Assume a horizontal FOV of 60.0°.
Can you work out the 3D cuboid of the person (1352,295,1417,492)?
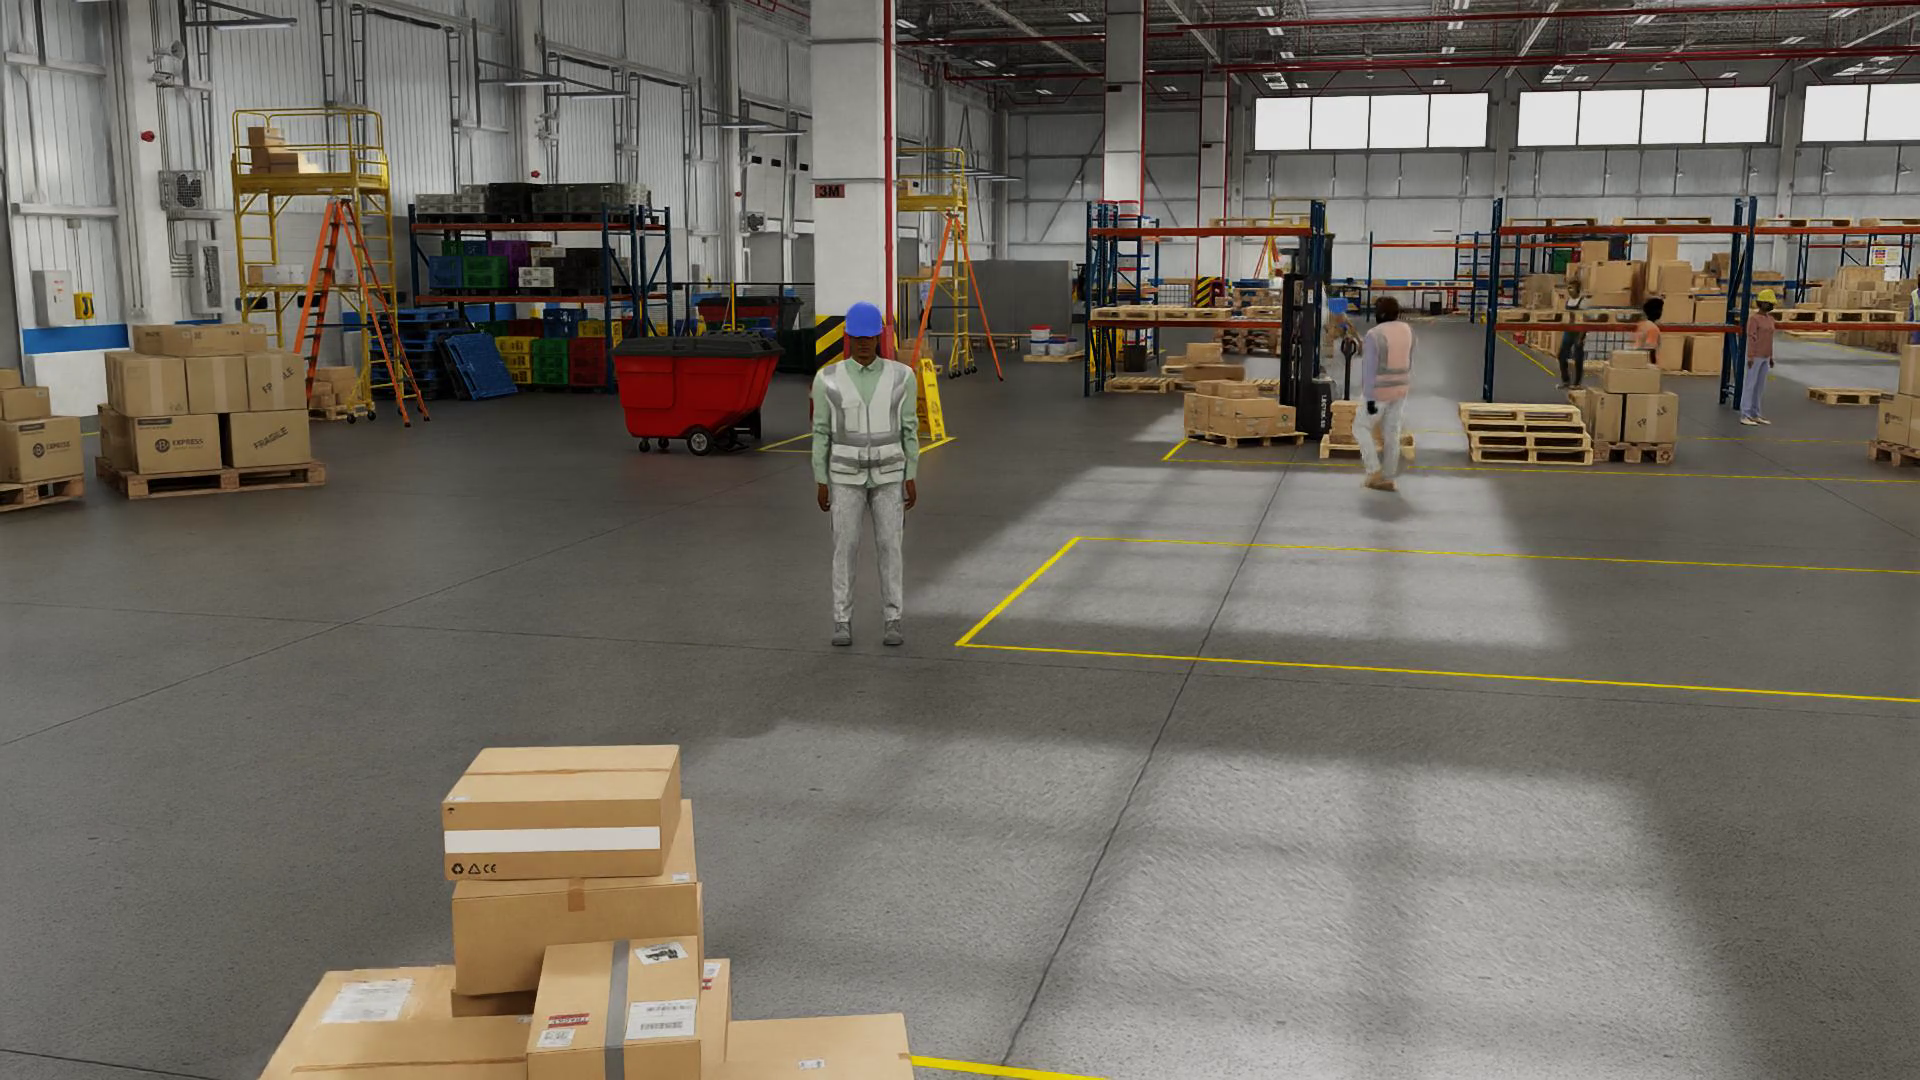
[{"bbox_3d":[3.944,-1.353,15.475,0.630,1.827,0.454,-5,11,-25],"label":"person"}]

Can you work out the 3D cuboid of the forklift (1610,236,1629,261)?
[{"bbox_3d":[20.278,-7.973,51.347,1.873,2.768,1.129,5,11,29],"label":"forklift"}]

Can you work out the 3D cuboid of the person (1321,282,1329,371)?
[{"bbox_3d":[6.886,-4.115,31.997,0.485,1.738,0.320,-3,10,-17],"label":"person"}]

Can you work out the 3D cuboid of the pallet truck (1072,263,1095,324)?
[{"bbox_3d":[4.325,-8.180,55.162,0.823,1.965,1.885,6,11,31],"label":"pallet truck"}]

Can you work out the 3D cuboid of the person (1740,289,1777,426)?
[{"bbox_3d":[10.426,-2.375,21.666,0.525,1.769,0.308,-6,12,-33],"label":"person"}]

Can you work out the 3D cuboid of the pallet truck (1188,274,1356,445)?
[{"bbox_3d":[3.653,-2.138,19.590,1.885,1.965,0.823,-4,10,-20],"label":"pallet truck"}]

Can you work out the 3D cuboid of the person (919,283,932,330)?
[{"bbox_3d":[-0.983,-7.309,50.256,0.544,1.928,0.393,-7,12,-35],"label":"person"}]

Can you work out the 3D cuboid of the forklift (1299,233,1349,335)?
[{"bbox_3d":[9.647,-6.914,45.112,1.129,2.768,1.873,-3,10,-19],"label":"forklift"}]

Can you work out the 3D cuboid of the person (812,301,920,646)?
[{"bbox_3d":[-0.526,-0.359,9.307,0.601,1.939,0.413,-1,10,-7],"label":"person"}]

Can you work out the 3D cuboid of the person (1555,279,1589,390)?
[{"bbox_3d":[10.022,-3.345,27.218,0.553,1.825,0.511,-5,11,-28],"label":"person"}]

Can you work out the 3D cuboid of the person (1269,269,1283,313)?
[{"bbox_3d":[9.872,-7.507,51.706,0.585,1.838,0.988,5,11,26],"label":"person"}]

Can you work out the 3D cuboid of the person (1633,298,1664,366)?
[{"bbox_3d":[8.432,-2.124,20.409,0.345,1.688,0.565,1,10,6],"label":"person"}]

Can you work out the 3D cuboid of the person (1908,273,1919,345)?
[{"bbox_3d":[18.231,-4.107,31.464,0.410,1.910,0.594,-3,10,-18],"label":"person"}]

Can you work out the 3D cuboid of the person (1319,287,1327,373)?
[{"bbox_3d":[6.666,-4.070,31.252,0.541,1.898,0.651,-1,10,-6],"label":"person"}]
